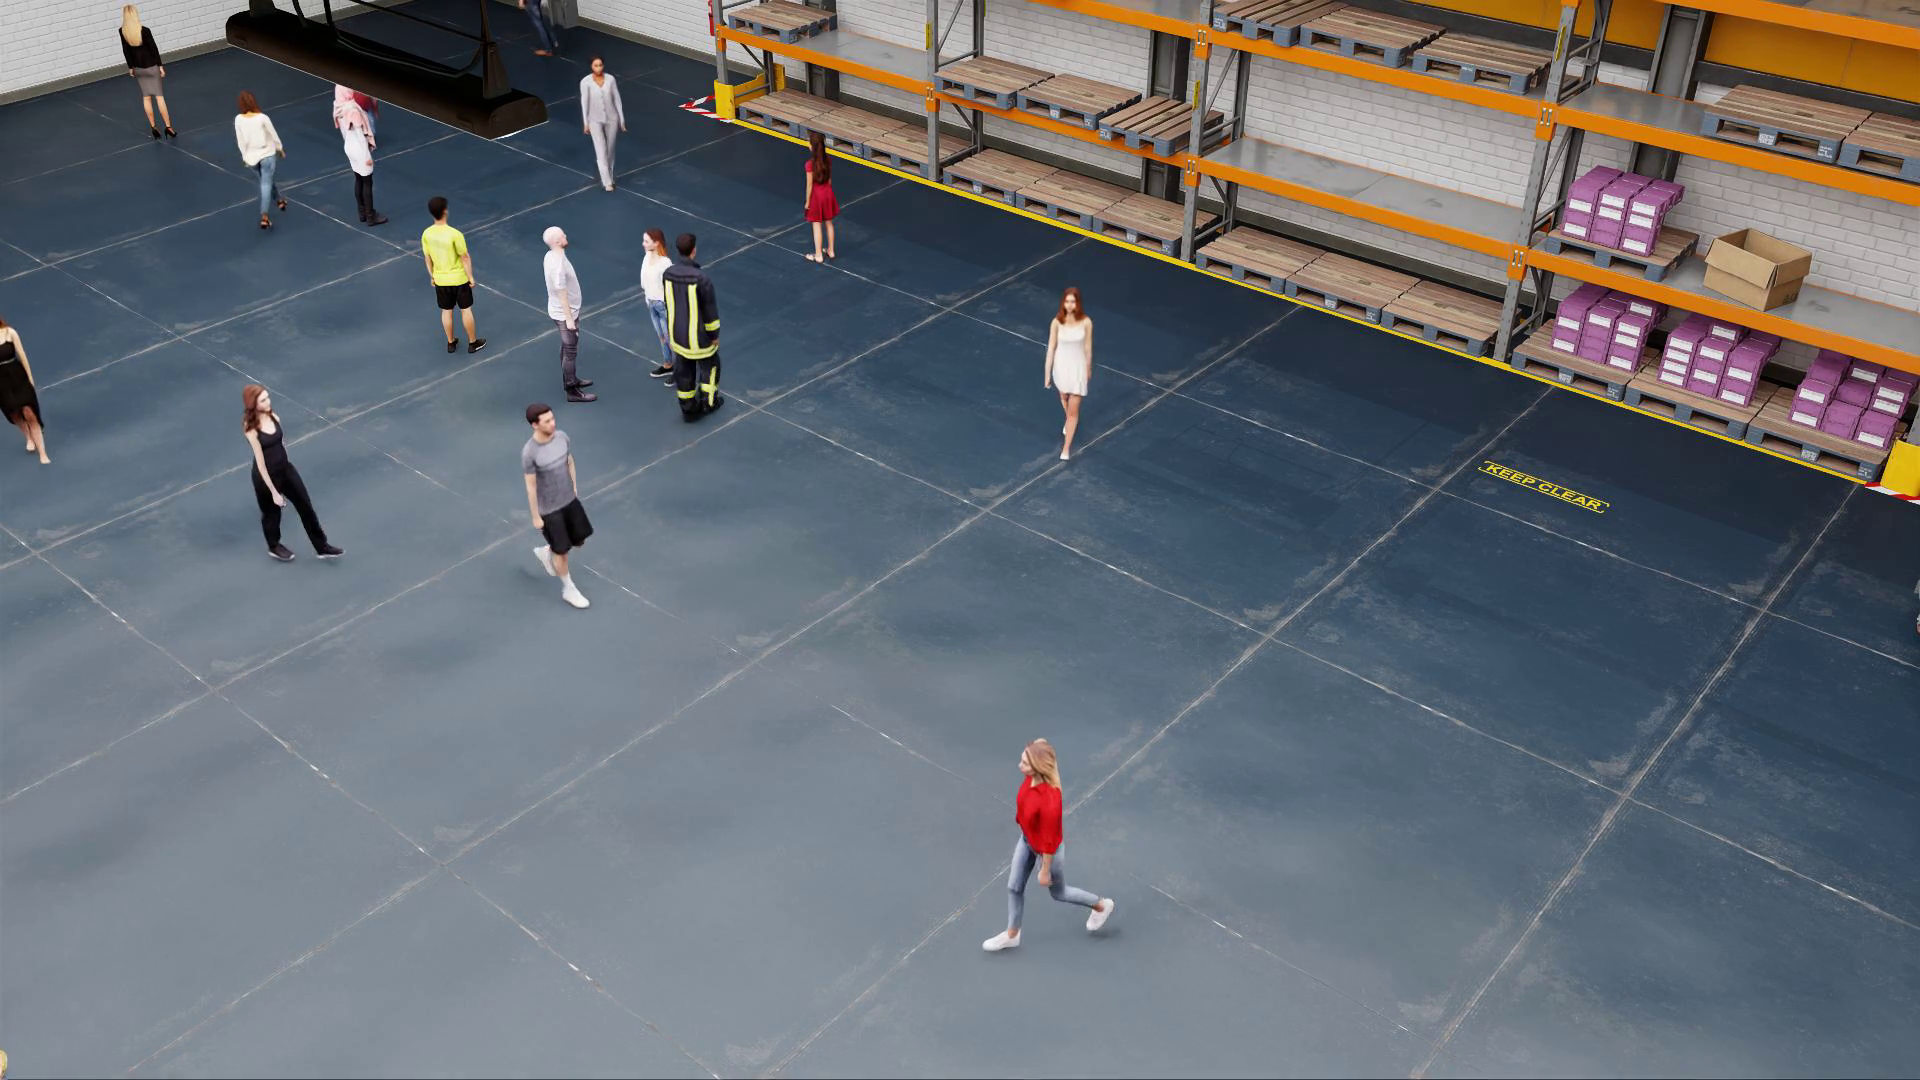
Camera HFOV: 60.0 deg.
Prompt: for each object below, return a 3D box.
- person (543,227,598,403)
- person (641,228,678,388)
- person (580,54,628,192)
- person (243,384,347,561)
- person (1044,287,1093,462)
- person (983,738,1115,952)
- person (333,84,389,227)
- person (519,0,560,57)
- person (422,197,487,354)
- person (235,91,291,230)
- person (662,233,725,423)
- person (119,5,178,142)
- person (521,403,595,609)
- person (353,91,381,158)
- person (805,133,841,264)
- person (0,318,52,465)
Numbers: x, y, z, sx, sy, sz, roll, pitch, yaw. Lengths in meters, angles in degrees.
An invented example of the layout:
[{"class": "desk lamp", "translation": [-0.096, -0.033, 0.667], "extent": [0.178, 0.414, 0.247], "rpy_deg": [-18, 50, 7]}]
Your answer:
[{"class": "person", "translation": [-3.963, -2.281, 16.662], "extent": [0.813, 1.832, 0.718], "rpy_deg": [-9, 35, -13]}, {"class": "person", "translation": [-3.028, -2.384, 16.943], "extent": [0.730, 1.692, 0.560], "rpy_deg": [-23, 40, -30]}, {"class": "person", "translation": [-4.652, -5.457, 21.544], "extent": [0.853, 1.716, 0.971], "rpy_deg": [-16, 37, -22]}, {"class": "person", "translation": [-5.927, -0.547, 14.158], "extent": [1.031, 1.716, 0.816], "rpy_deg": [12, 35, 17]}, {"class": "person", "translation": [1.057, -1.656, 15.883], "extent": [1.160, 1.653, 0.991], "rpy_deg": [7, 34, 11]}, {"class": "person", "translation": [0.594, 1.933, 10.465], "extent": [1.056, 1.673, 1.129], "rpy_deg": [-11, 35, -15]}, {"class": "person", "translation": [-7.395, -4.752, 20.406], "extent": [0.532, 1.803, 0.692], "rpy_deg": [29, 43, 36]}, {"class": "person", "translation": [-6.614, -8.463, 25.967], "extent": [0.796, 1.826, 0.811], "rpy_deg": [18, 38, 25]}, {"class": "person", "translation": [-5.370, -2.789, 17.537], "extent": [0.657, 1.708, 0.766], "rpy_deg": [3, 34, 5]}, {"class": "person", "translation": [-8.571, -4.605, 20.343], "extent": [1.114, 1.627, 1.056], "rpy_deg": [3, 34, 4]}, {"class": "person", "translation": [-2.655, -2.025, 16.209], "extent": [0.769, 1.907, 0.960], "rpy_deg": [15, 36, 21]}, {"class": "person", "translation": [-11.211, -6.440, 22.910], "extent": [0.693, 1.842, 0.754], "rpy_deg": [-3, 34, -4]}, {"class": "person", "translation": [-3.405, -0.321, 13.693], "extent": [0.903, 1.854, 0.679], "rpy_deg": [23, 40, 30]}, {"class": "person", "translation": [-8.102, -5.858, 22.593], "extent": [0.804, 1.223, 0.973], "rpy_deg": [-11, 35, -16]}, {"class": "person", "translation": [-1.645, -4.035, 19.551], "extent": [0.553, 1.554, 0.616], "rpy_deg": [-29, 43, -36]}, {"class": "person", "translation": [-9.008, -1.526, 15.742], "extent": [0.832, 1.592, 1.077], "rpy_deg": [-16, 37, -22]}]
